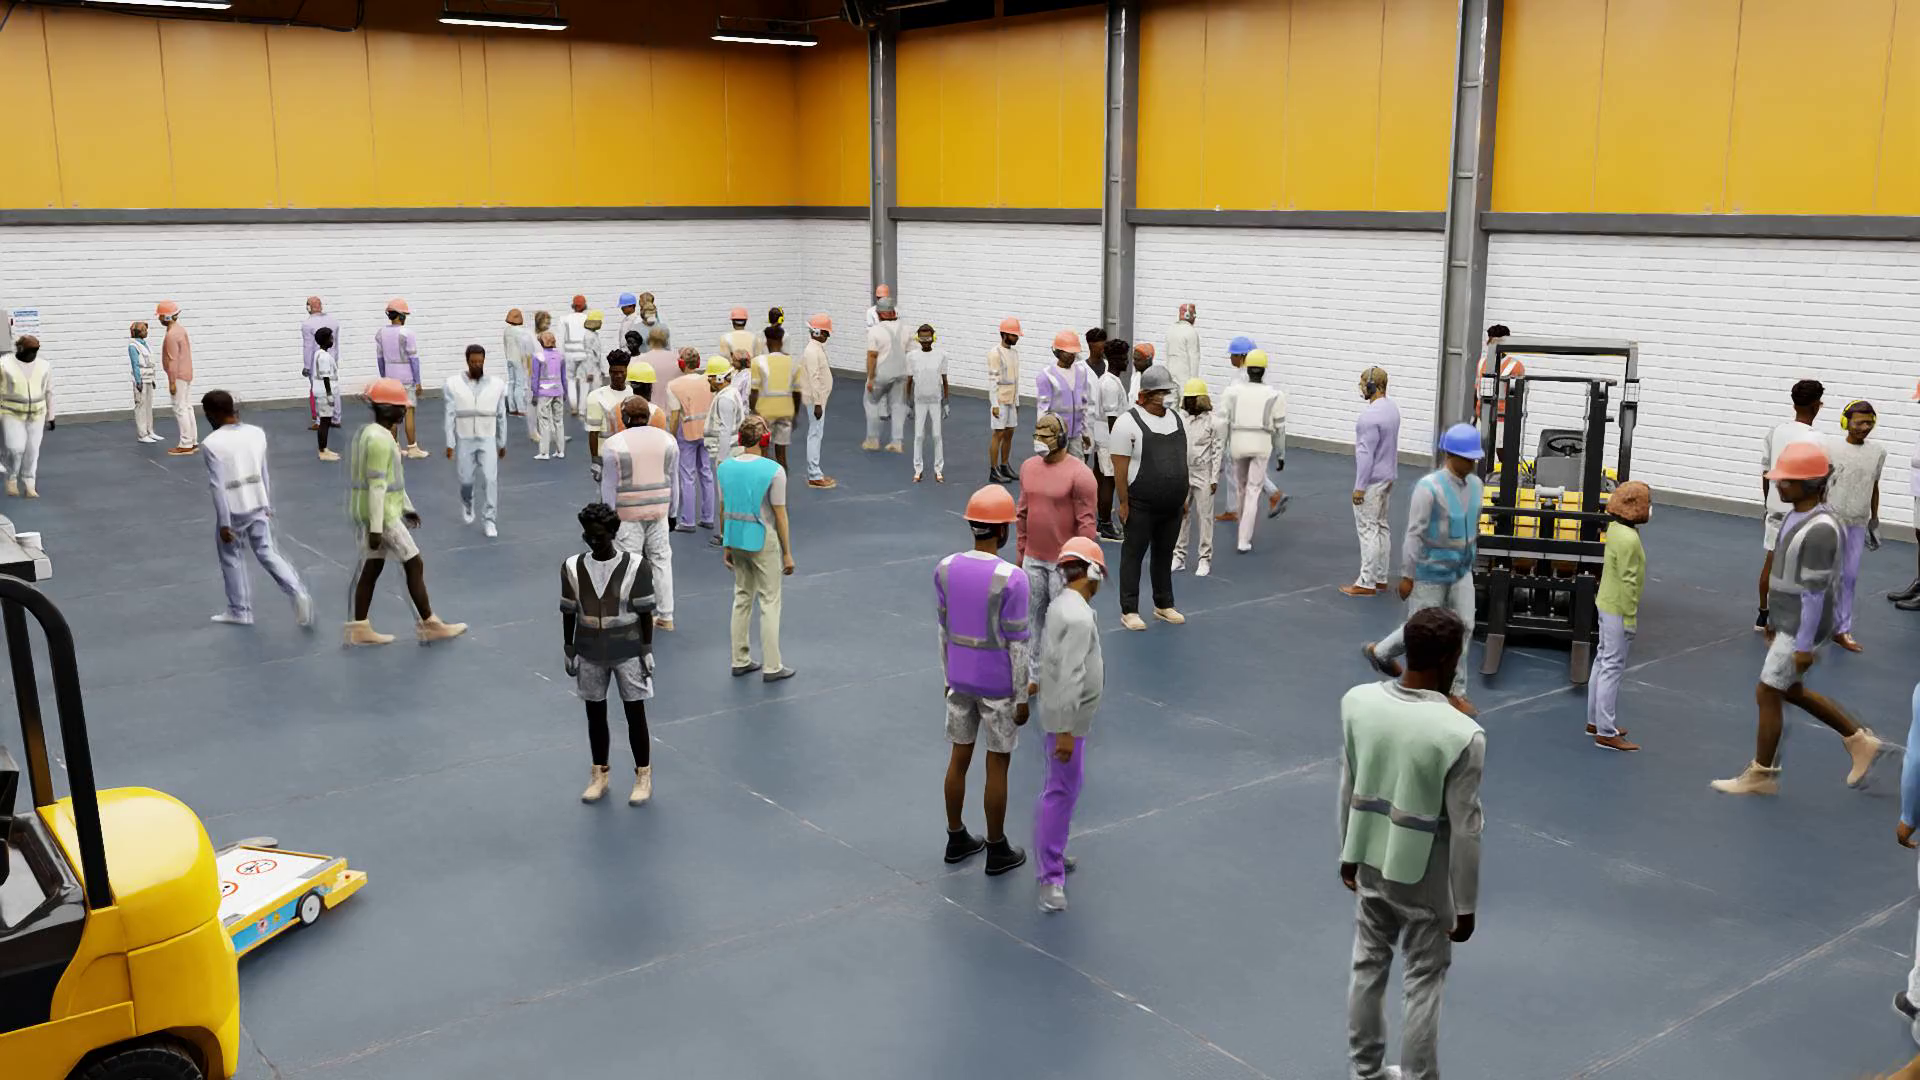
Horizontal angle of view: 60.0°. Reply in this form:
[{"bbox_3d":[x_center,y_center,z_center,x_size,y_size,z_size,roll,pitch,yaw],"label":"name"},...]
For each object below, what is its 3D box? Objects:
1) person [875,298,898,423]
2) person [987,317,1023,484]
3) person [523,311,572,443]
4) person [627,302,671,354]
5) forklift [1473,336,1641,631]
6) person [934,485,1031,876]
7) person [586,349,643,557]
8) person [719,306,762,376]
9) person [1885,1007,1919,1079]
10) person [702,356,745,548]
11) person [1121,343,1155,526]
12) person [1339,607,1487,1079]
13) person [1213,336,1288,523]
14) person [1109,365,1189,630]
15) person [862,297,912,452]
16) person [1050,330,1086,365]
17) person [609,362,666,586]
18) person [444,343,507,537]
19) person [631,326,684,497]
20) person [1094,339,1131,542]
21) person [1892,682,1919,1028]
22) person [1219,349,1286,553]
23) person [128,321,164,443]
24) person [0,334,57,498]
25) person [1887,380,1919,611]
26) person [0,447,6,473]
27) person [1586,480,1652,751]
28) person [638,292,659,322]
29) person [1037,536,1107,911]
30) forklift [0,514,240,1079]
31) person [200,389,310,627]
[{"bbox_3d":[-1.067,-2.656,24.569,0.404,1.832,0.600,2,12,10],"label":"person"},{"bbox_3d":[0.546,-1.626,19.372,0.390,1.925,0.550,8,14,32],"label":"person"},{"bbox_3d":[-5.567,-2.166,22.299,0.905,1.786,0.527,9,15,38],"label":"person"},{"bbox_3d":[-4.142,-2.225,22.272,0.636,1.928,0.383,-9,15,-37],"label":"person"},{"bbox_3d":[4.683,-0.471,13.136,1.214,2.155,2.313,4,12,20],"label":"forklift"},{"bbox_3d":[0.133,0.686,8.199,0.544,1.930,0.388,9,15,37],"label":"person"},{"bbox_3d":[-3.071,-0.750,15.038,0.613,1.962,0.362,-11,16,-42],"label":"person"},{"bbox_3d":[-2.842,-2.043,21.425,0.595,1.909,0.550,-5,13,-23],"label":"person"},{"bbox_3d":[3.109,1.307,5.090,0.812,1.994,0.630,2,12,8],"label":"person"},{"bbox_3d":[-2.241,-0.843,15.856,0.403,1.817,0.605,-1,12,-4],"label":"person"},{"bbox_3d":[1.842,-1.025,16.578,0.338,1.880,0.575,-5,13,-23],"label":"person"},{"bbox_3d":[1.588,1.167,5.921,0.423,1.910,0.606,-9,15,-36],"label":"person"},{"bbox_3d":[2.940,-1.097,16.830,0.659,1.929,0.604,6,13,28],"label":"person"},{"bbox_3d":[1.519,-0.331,12.834,0.683,2.000,0.537,-7,14,-30],"label":"person"},{"bbox_3d":[-1.004,-2.171,21.719,0.711,2.000,0.724,-9,15,-37],"label":"person"},{"bbox_3d":[1.324,-1.643,19.903,0.508,1.741,0.324,-4,12,-19],"label":"person"},{"bbox_3d":[-2.717,-0.559,14.243,0.583,1.919,0.394,7,13,30],"label":"person"},{"bbox_3d":[-4.774,-1.003,16.420,0.603,1.899,0.656,-4,12,-20],"label":"person"},{"bbox_3d":[-3.278,-1.394,18.320,0.640,1.911,0.810,-6,13,-27],"label":"person"},{"bbox_3d":[1.477,-0.967,16.087,0.365,1.965,0.608,0,12,-1],"label":"person"},{"bbox_3d":[4.014,1.074,6.554,0.589,1.833,0.404,3,12,14],"label":"person"},{"bbox_3d":[2.782,-0.862,15.770,0.614,1.877,0.974,4,12,20],"label":"person"},{"bbox_3d":[-11.070,-2.141,22.548,0.307,1.641,0.511,-1,12,-6],"label":"person"},{"bbox_3d":[-10.336,-1.359,18.362,0.444,1.810,0.704,11,16,42],"label":"person"},{"bbox_3d":[7.775,-0.387,13.380,0.372,1.928,0.543,4,12,20],"label":"person"},{"bbox_3d":[-11.705,-1.646,19.907,0.315,1.742,0.492,11,16,41],"label":"person"},{"bbox_3d":[4.002,0.445,10.073,0.283,1.634,0.498,2,12,11],"label":"person"},{"bbox_3d":[-4.800,-2.900,25.714,0.332,1.844,0.516,-1,12,-3],"label":"person"},{"bbox_3d":[0.540,0.859,7.916,0.352,1.706,0.703,0,12,-2],"label":"person"},{"bbox_3d":[-3.687,1.115,5.480,2.313,2.155,1.214,-9,15,-36],"label":"forklift"},{"bbox_3d":[-5.449,-0.227,12.756,0.888,1.877,0.597,5,13,23],"label":"person"}]
